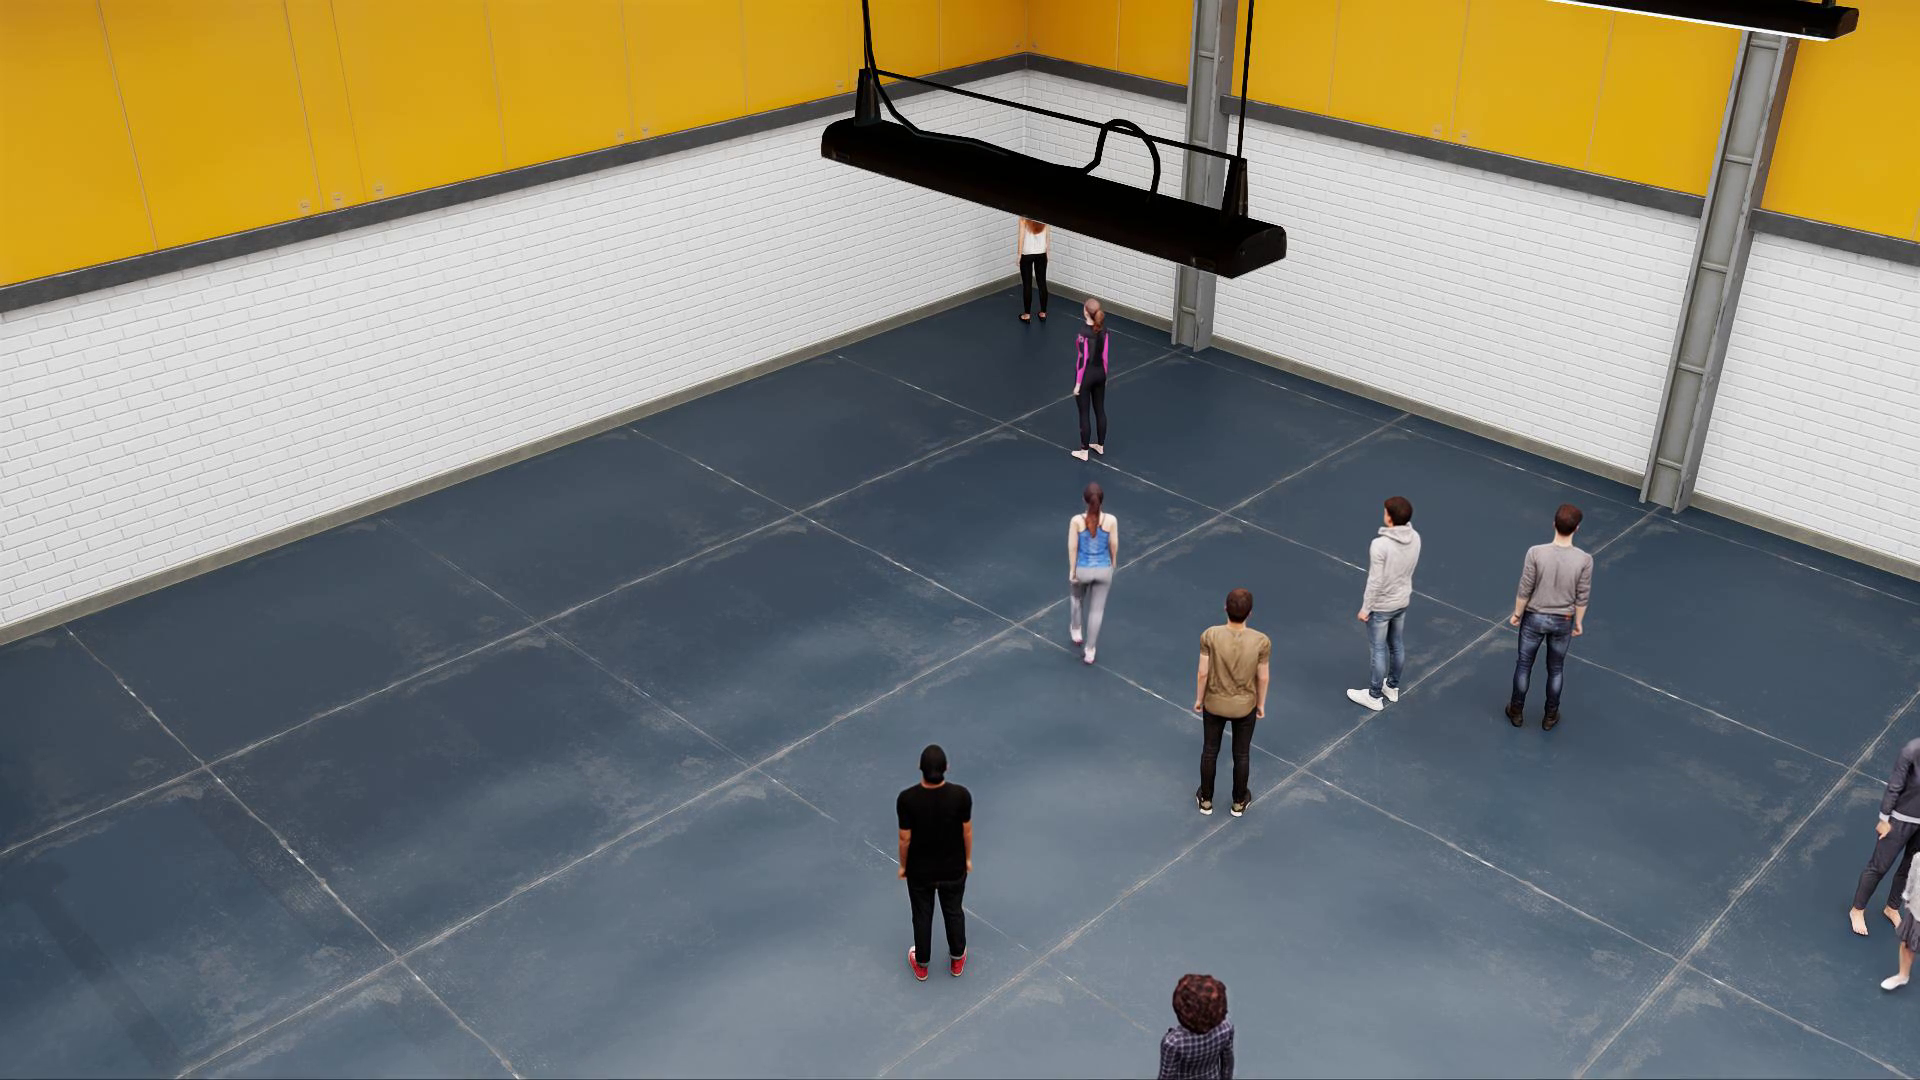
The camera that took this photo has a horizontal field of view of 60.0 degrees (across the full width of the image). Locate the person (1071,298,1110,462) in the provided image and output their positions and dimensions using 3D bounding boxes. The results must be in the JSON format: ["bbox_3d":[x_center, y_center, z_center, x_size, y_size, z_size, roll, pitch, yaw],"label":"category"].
[{"bbox_3d":[1.357,-1.675,17.274,0.599,1.751,0.598,-18,33,-30],"label":"person"}]

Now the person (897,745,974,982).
[{"bbox_3d":[-0.151,2.030,10.476,0.727,1.758,0.765,-3,29,-6],"label":"person"}]

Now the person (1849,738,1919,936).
[{"bbox_3d":[6.231,1.814,10.862,0.680,1.768,0.735,-1,29,-1],"label":"person"}]

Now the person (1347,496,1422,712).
[{"bbox_3d":[3.401,0.497,13.188,0.701,1.853,0.622,-19,34,-31],"label":"person"}]

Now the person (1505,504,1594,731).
[{"bbox_3d":[4.571,0.610,12.928,0.689,1.903,0.830,7,29,13],"label":"person"}]

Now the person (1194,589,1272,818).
[{"bbox_3d":[1.942,1.167,11.961,0.703,1.852,0.810,5,29,9],"label":"person"}]

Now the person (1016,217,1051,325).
[{"bbox_3d":[0.924,-3.550,20.743,0.649,1.721,0.656,-8,30,-14],"label":"person"}]

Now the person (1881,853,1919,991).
[{"bbox_3d":[6.127,2.332,10.442,0.704,1.259,0.675,-12,31,-21],"label":"person"}]

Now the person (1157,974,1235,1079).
[{"bbox_3d":[1.227,2.970,8.811,0.693,1.701,0.682,-10,30,-18],"label":"person"}]

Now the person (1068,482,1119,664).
[{"bbox_3d":[1.101,0.298,13.827,0.831,1.590,0.880,2,29,4],"label":"person"}]
